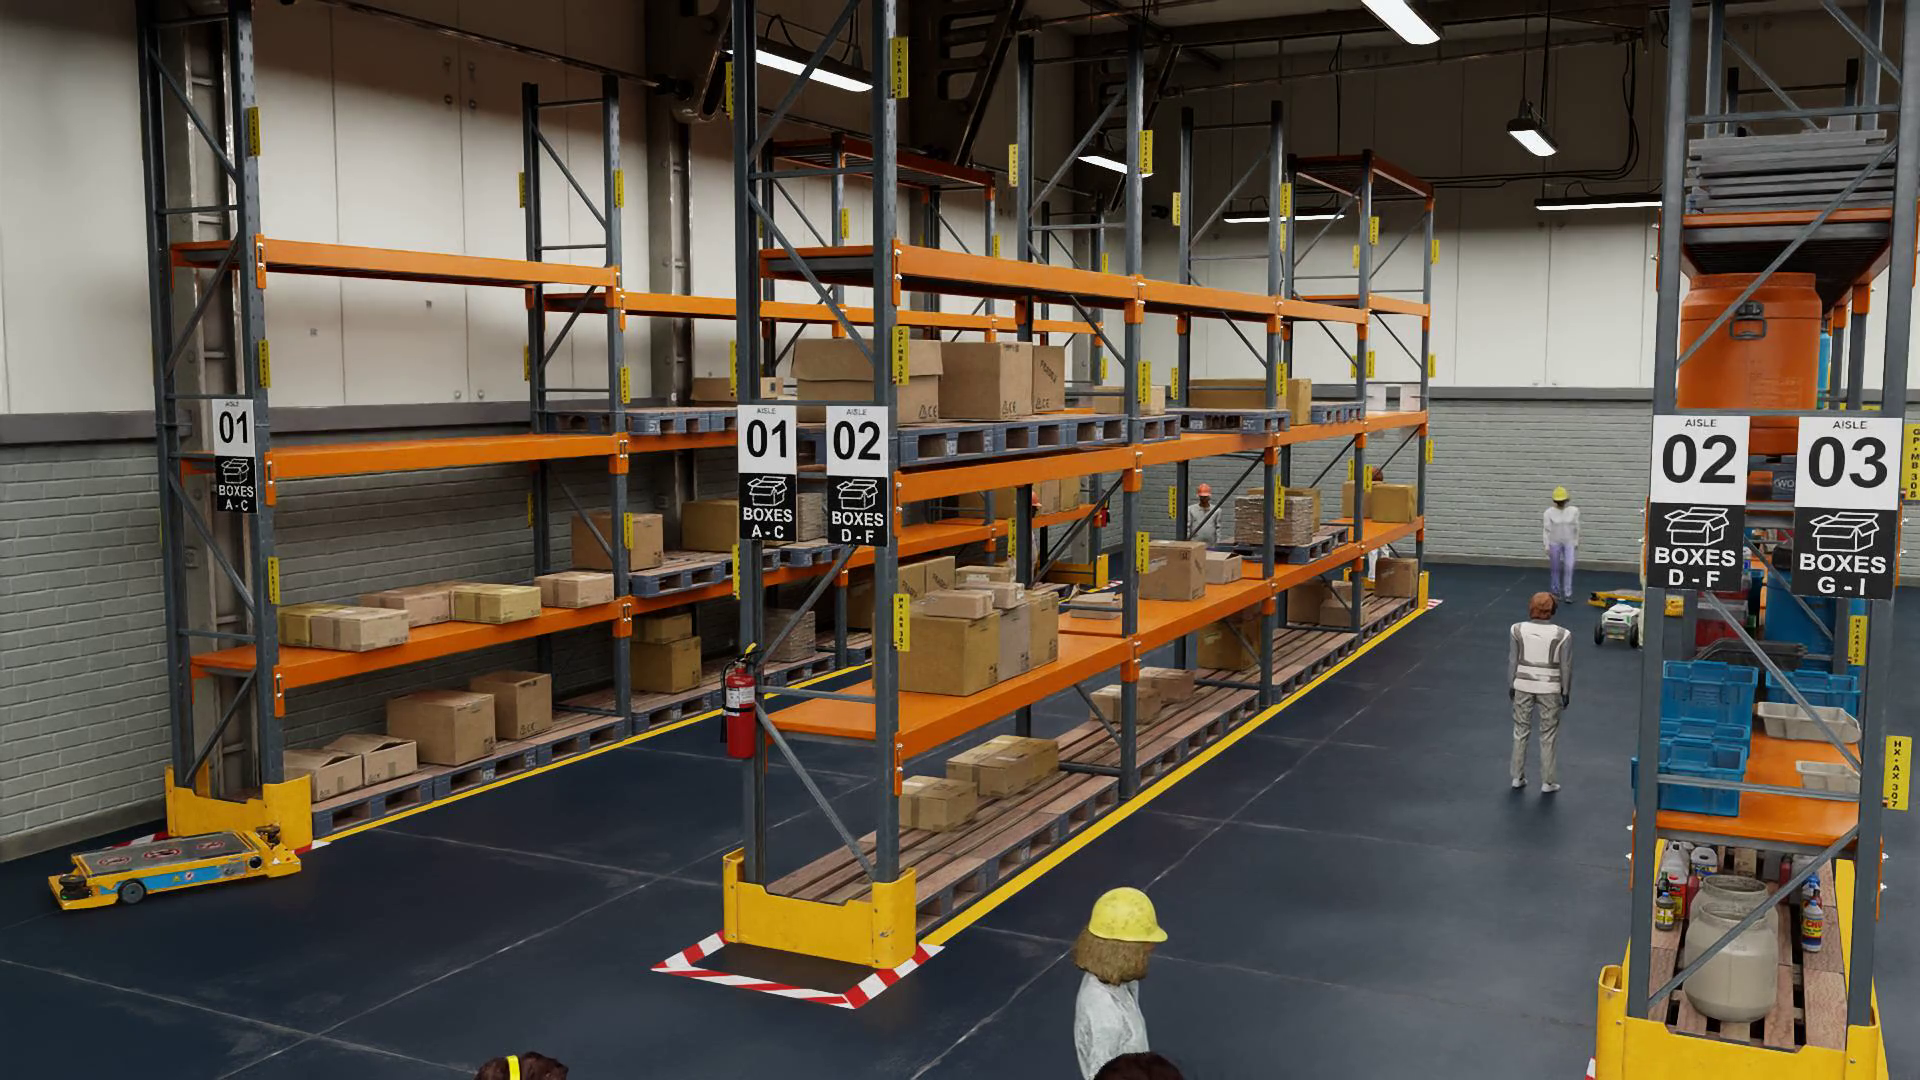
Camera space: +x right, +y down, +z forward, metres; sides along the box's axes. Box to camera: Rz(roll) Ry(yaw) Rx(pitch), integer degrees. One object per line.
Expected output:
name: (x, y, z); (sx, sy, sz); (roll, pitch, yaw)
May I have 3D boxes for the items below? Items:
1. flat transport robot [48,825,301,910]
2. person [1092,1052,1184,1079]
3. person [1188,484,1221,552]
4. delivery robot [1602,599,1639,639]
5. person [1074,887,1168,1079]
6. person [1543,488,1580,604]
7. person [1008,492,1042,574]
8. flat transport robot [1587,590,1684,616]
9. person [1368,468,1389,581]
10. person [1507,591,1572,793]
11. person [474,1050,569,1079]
flat transport robot: (-5.202, 2.156, 11.034); (1.431, 0.197, 0.652); (-4, 7, -36)
person: (0.364, 2.100, 3.763); (0.620, 1.892, 0.637); (-2, 6, -17)
person: (3.567, 0.046, 24.423); (0.562, 1.752, 0.324); (0, 6, -5)
delivery robot: (8.223, 0.976, 20.695); (0.477, 0.478, 0.707); (4, 7, 31)
person: (0.518, 2.000, 5.514); (0.325, 1.736, 0.485); (1, 6, 6)
person: (8.790, 0.078, 24.295); (0.538, 1.697, 0.828); (1, 6, 8)
person: (0.772, 0.403, 19.843); (0.405, 1.989, 0.623); (-1, 6, -5)
flat transport robot: (9.699, 0.871, 23.531); (0.652, 0.197, 1.431); (-4, 7, -33)
person: (6.533, -0.191, 26.092); (0.574, 1.887, 0.355); (-3, 6, -25)
person: (4.698, 1.231, 13.505); (0.509, 1.629, 0.314); (4, 7, 33)
person: (-1.040, 2.102, 3.876); (0.309, 1.868, 0.535); (-3, 7, -29)
